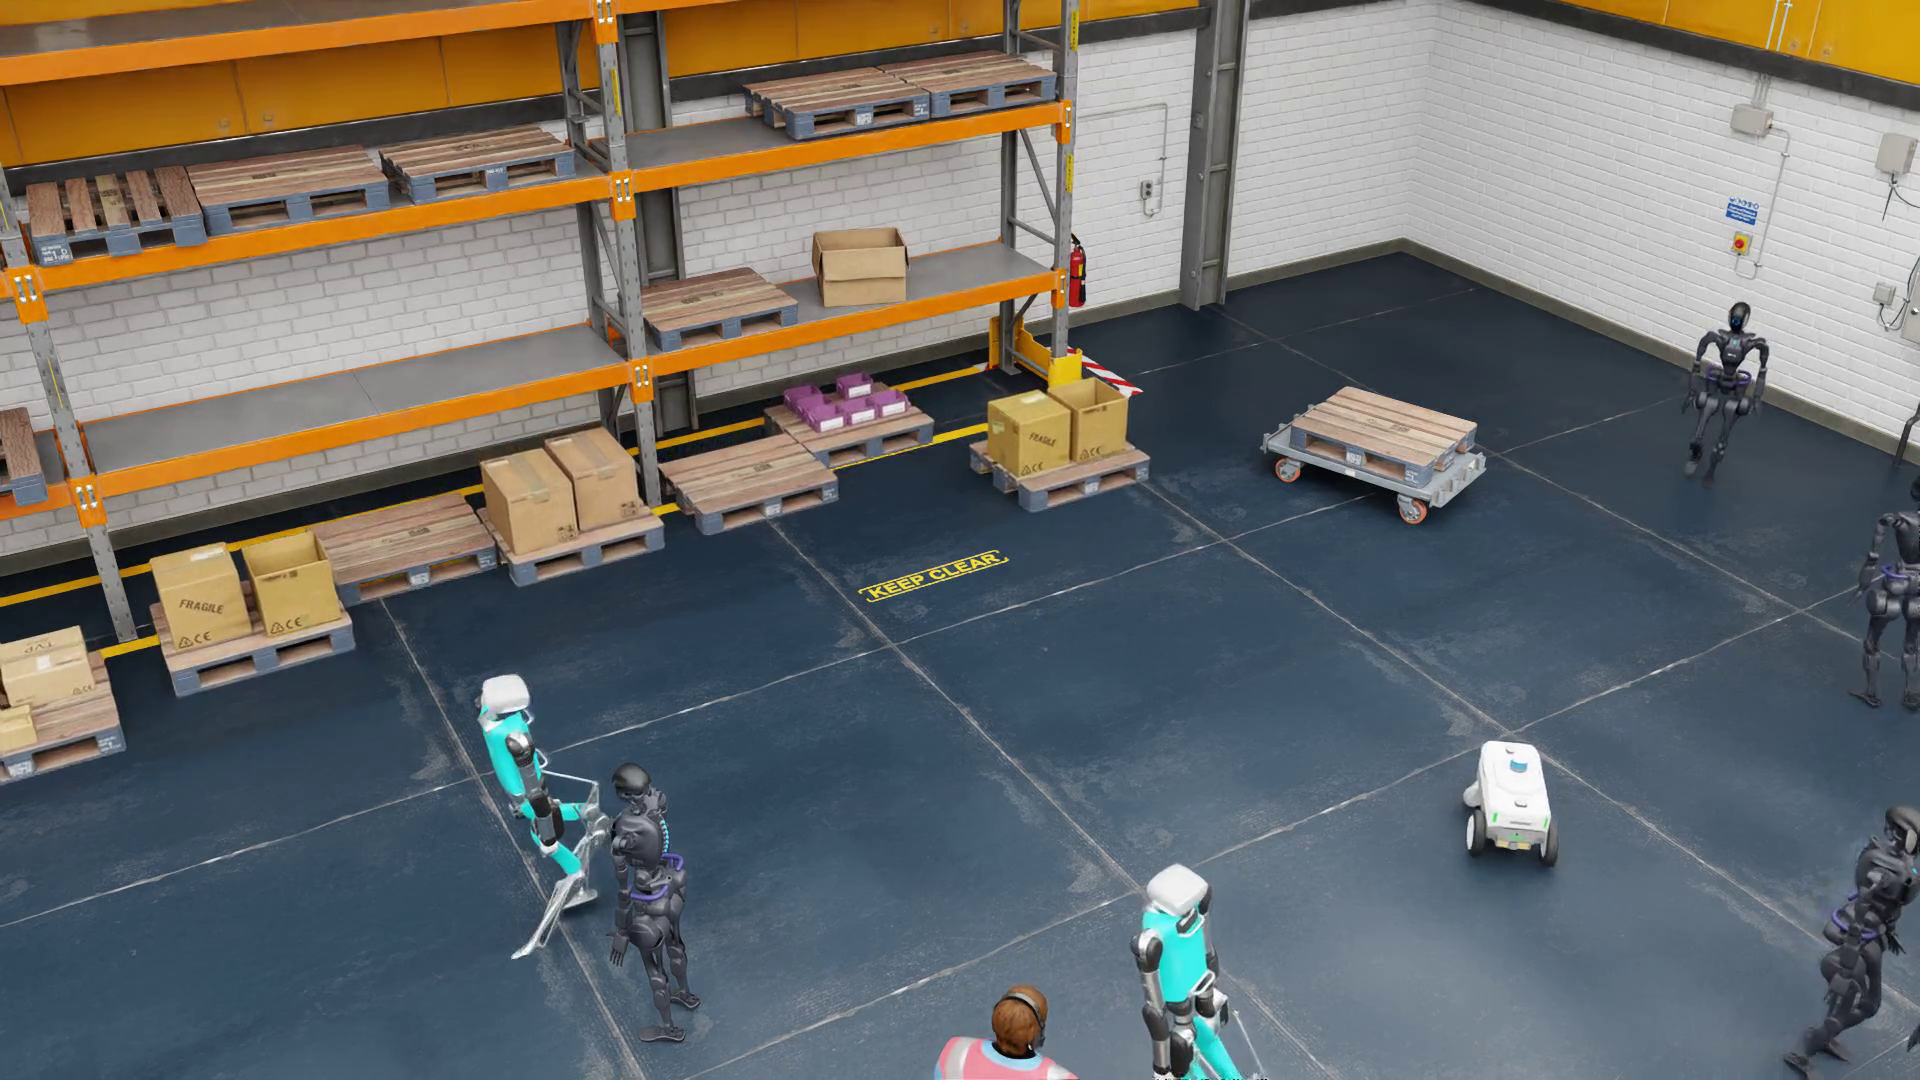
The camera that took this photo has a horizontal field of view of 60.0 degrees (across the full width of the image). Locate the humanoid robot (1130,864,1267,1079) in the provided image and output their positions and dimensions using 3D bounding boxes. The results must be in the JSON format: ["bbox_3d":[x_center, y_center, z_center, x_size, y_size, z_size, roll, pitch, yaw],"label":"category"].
[{"bbox_3d":[1.152,2.296,7.442,0.776,1.793,0.554,20,35,32],"label":"humanoid robot"}]

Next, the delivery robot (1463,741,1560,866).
[{"bbox_3d":[3.294,1.544,9.932,0.512,0.577,0.749,5,30,9],"label":"delivery robot"}]

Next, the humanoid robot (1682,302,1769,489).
[{"bbox_3d":[6.292,-1.191,13.660,0.615,1.642,0.364,13,32,22],"label":"humanoid robot"}]

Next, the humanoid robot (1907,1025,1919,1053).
[{"bbox_3d":[4.633,2.288,7.503,0.392,1.642,0.587,-23,37,-35],"label":"humanoid robot"}]

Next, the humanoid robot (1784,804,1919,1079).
[{"bbox_3d":[4.386,1.966,8.061,0.609,1.648,0.326,-24,37,-35],"label":"humanoid robot"}]

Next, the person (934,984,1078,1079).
[{"bbox_3d":[0.209,2.562,6.856,0.629,1.836,0.431,11,31,19],"label":"person"}]

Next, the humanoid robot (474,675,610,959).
[{"bbox_3d":[-2.167,1.433,8.965,0.883,1.779,0.556,-20,35,-31],"label":"humanoid robot"}]

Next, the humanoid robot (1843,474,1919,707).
[{"bbox_3d":[6.204,0.342,10.950,0.611,1.641,0.392,1,29,2],"label":"humanoid robot"}]

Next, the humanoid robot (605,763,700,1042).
[{"bbox_3d":[-1.556,1.809,8.330,0.315,1.653,0.599,8,30,14],"label":"humanoid robot"}]
